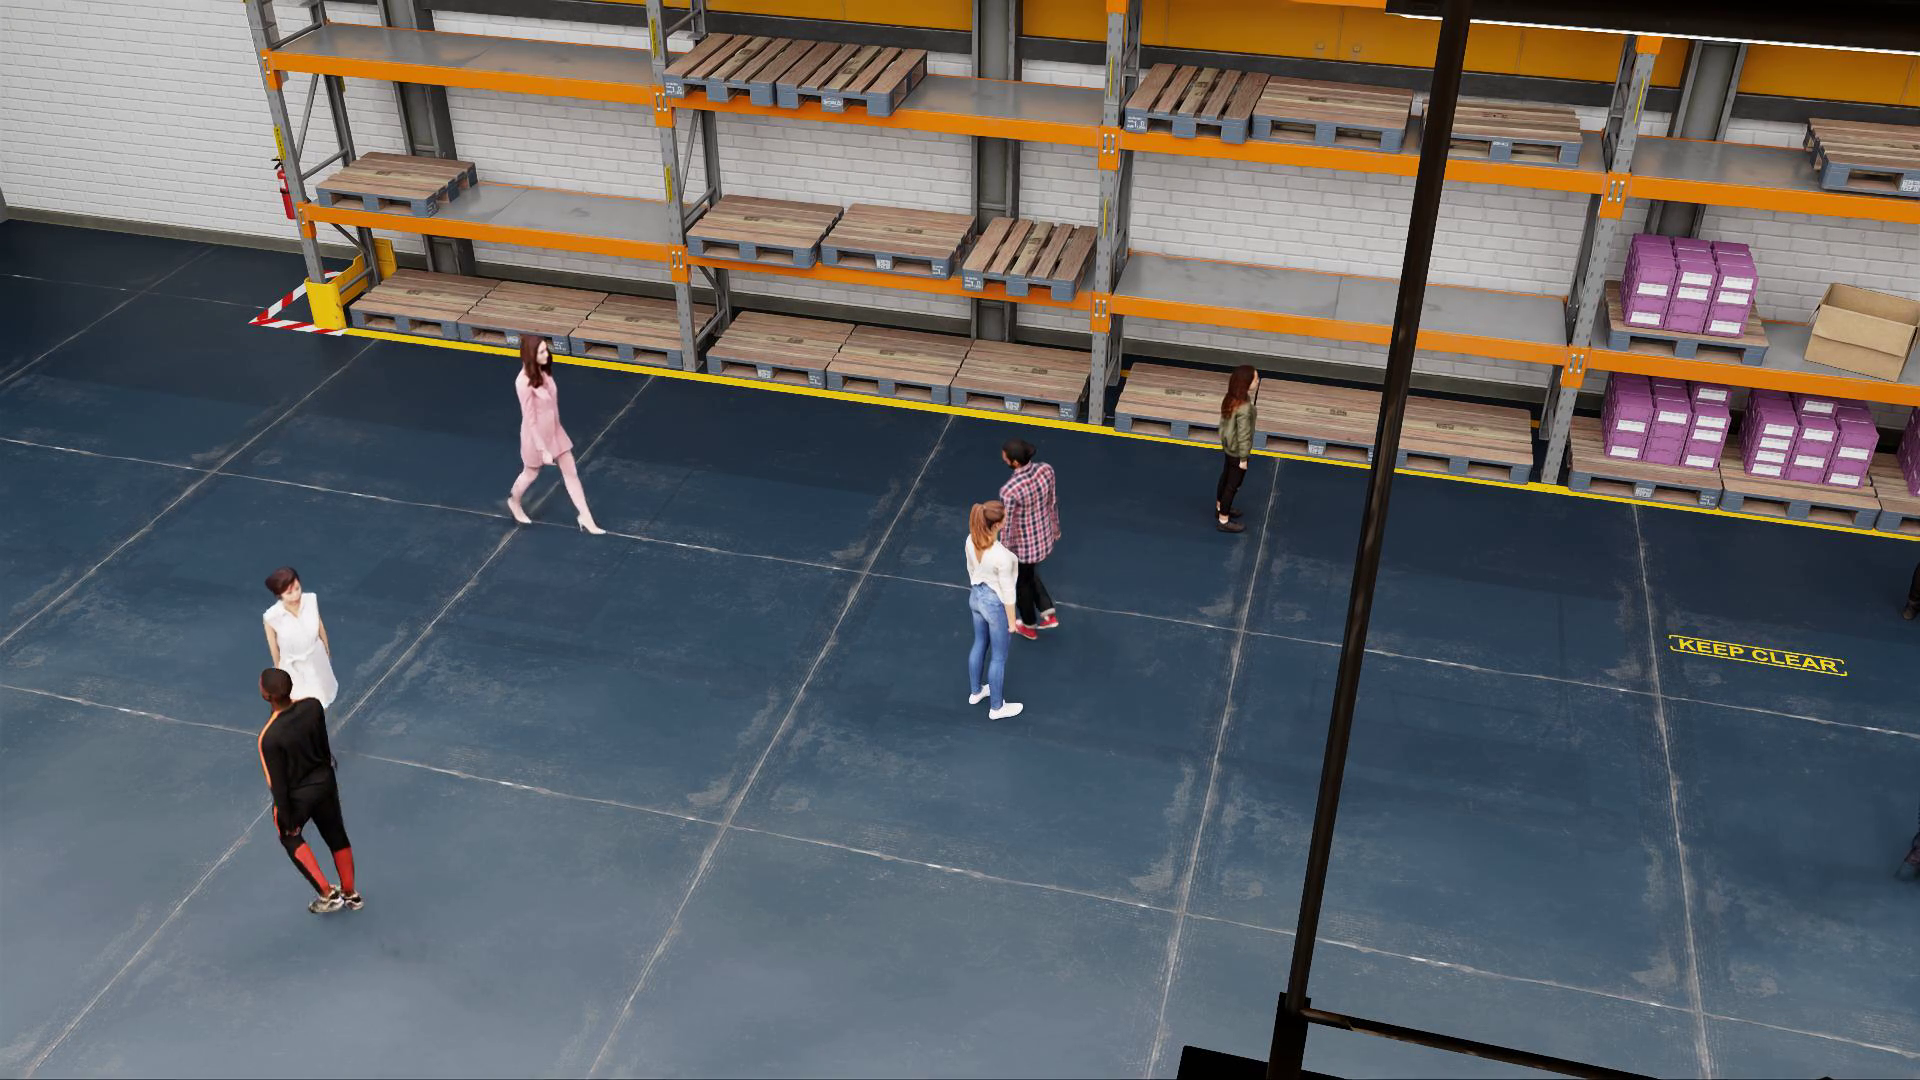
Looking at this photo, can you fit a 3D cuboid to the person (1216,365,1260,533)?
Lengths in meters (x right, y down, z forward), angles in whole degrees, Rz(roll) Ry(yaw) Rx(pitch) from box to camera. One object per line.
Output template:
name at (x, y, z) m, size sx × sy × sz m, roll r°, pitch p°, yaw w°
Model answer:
person at (2.236, -0.761, 13.484) m, size 0.607 × 1.475 × 0.631 m, roll -2°, pitch 34°, yaw -4°

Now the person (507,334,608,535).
person at (-3.424, -0.807, 13.302) m, size 1.162 × 1.755 × 0.723 m, roll 13°, pitch 36°, yaw 18°

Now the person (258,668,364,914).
person at (-3.770, 1.516, 9.769) m, size 0.733 × 1.796 × 0.710 m, roll 21°, pitch 39°, yaw 28°

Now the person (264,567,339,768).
person at (-4.420, 0.800, 11.085) m, size 0.945 × 1.532 × 0.779 m, roll 28°, pitch 43°, yaw 35°

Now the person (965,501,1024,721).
person at (0.212, 0.465, 11.418) m, size 0.750 × 1.720 × 0.667 m, roll -22°, pitch 40°, yaw -30°

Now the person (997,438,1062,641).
person at (0.537, 0.044, 12.043) m, size 0.860 × 1.731 × 0.871 m, roll -27°, pitch 42°, yaw -34°
